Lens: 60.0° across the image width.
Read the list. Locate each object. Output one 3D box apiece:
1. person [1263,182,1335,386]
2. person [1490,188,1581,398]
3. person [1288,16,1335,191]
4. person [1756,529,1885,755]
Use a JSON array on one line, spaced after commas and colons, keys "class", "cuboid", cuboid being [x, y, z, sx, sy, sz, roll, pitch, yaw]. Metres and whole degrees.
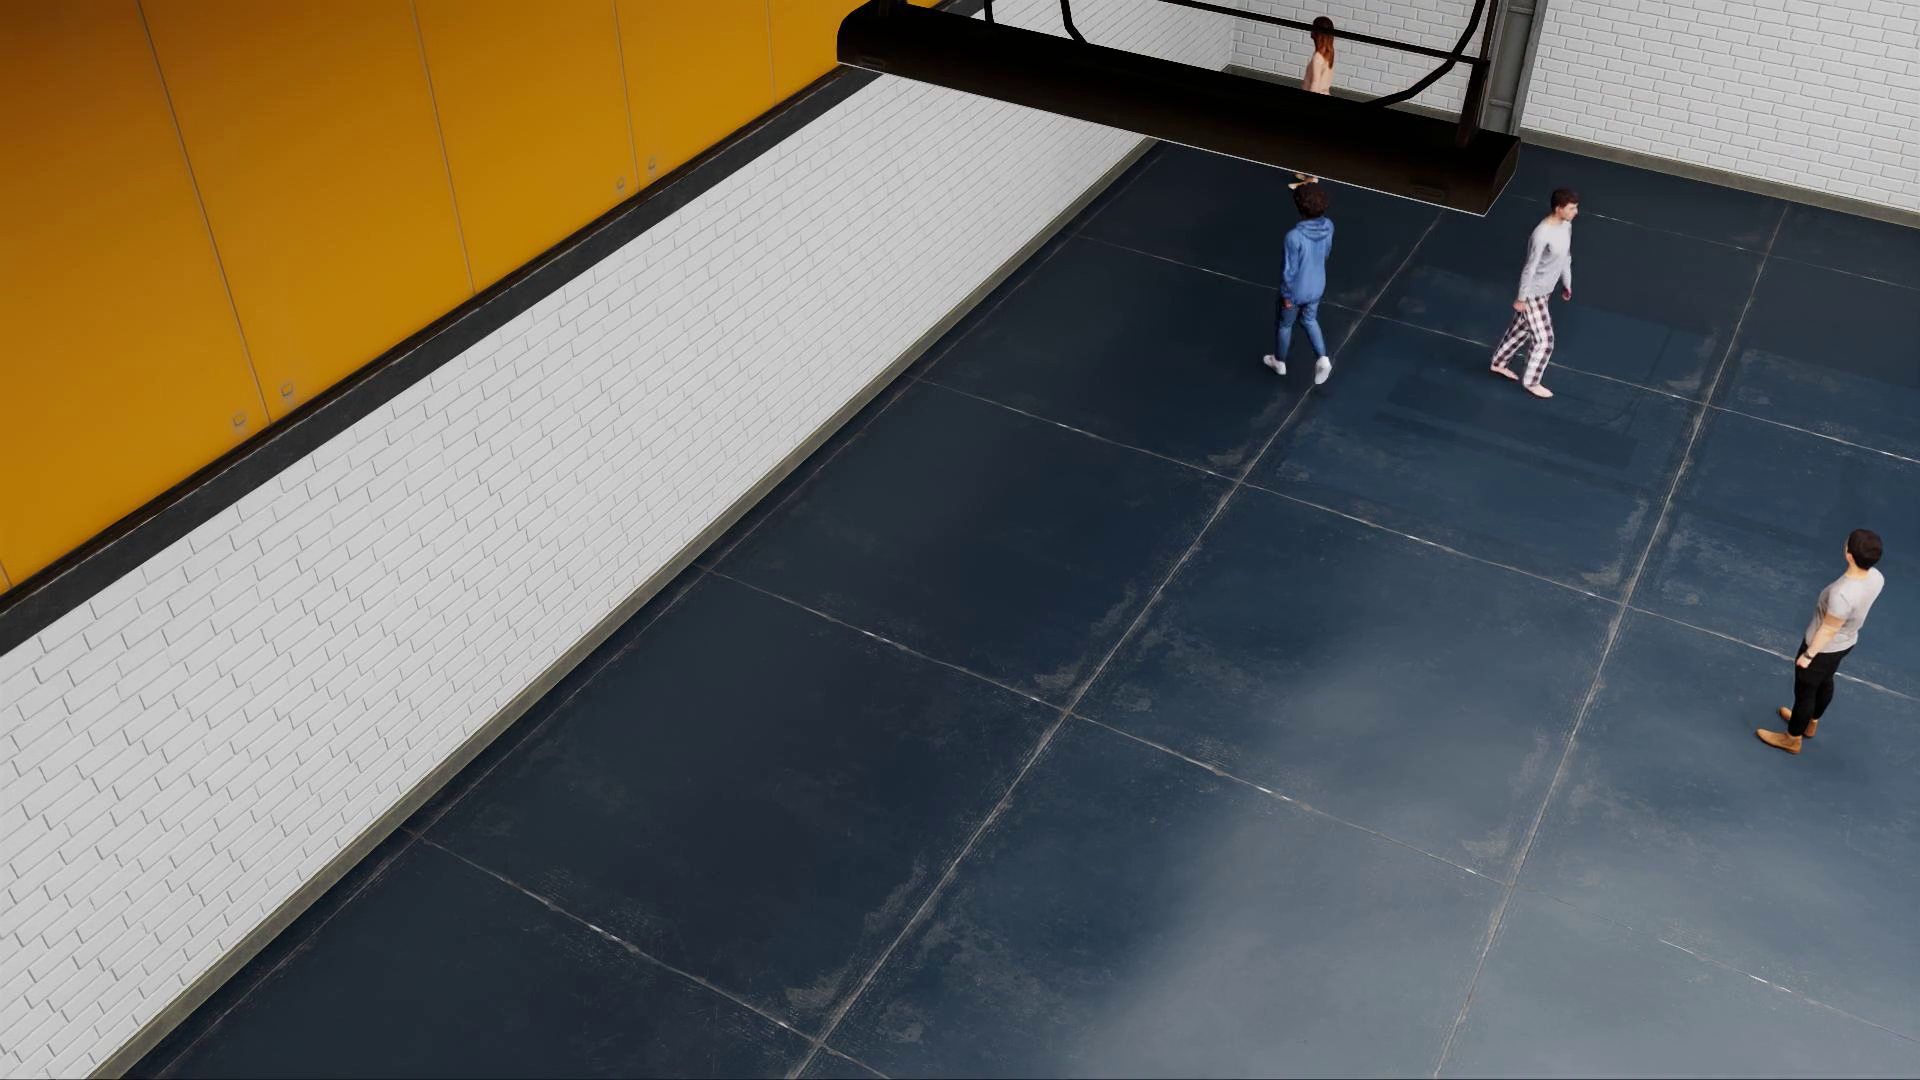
[{"class": "person", "cuboid": [2.897, -2.089, 13.828, 0.968, 1.791, 1.082, -17, 42, -20]}, {"class": "person", "cuboid": [4.717, -2.115, 13.833, 0.914, 1.826, 0.735, 28, 46, 30]}, {"class": "person", "cuboid": [3.563, -4.362, 16.675, 0.524, 1.790, 0.601, 18, 42, 21]}, {"class": "person", "cuboid": [5.478, 0.641, 10.469, 0.676, 1.717, 0.664, -25, 45, -28]}]
